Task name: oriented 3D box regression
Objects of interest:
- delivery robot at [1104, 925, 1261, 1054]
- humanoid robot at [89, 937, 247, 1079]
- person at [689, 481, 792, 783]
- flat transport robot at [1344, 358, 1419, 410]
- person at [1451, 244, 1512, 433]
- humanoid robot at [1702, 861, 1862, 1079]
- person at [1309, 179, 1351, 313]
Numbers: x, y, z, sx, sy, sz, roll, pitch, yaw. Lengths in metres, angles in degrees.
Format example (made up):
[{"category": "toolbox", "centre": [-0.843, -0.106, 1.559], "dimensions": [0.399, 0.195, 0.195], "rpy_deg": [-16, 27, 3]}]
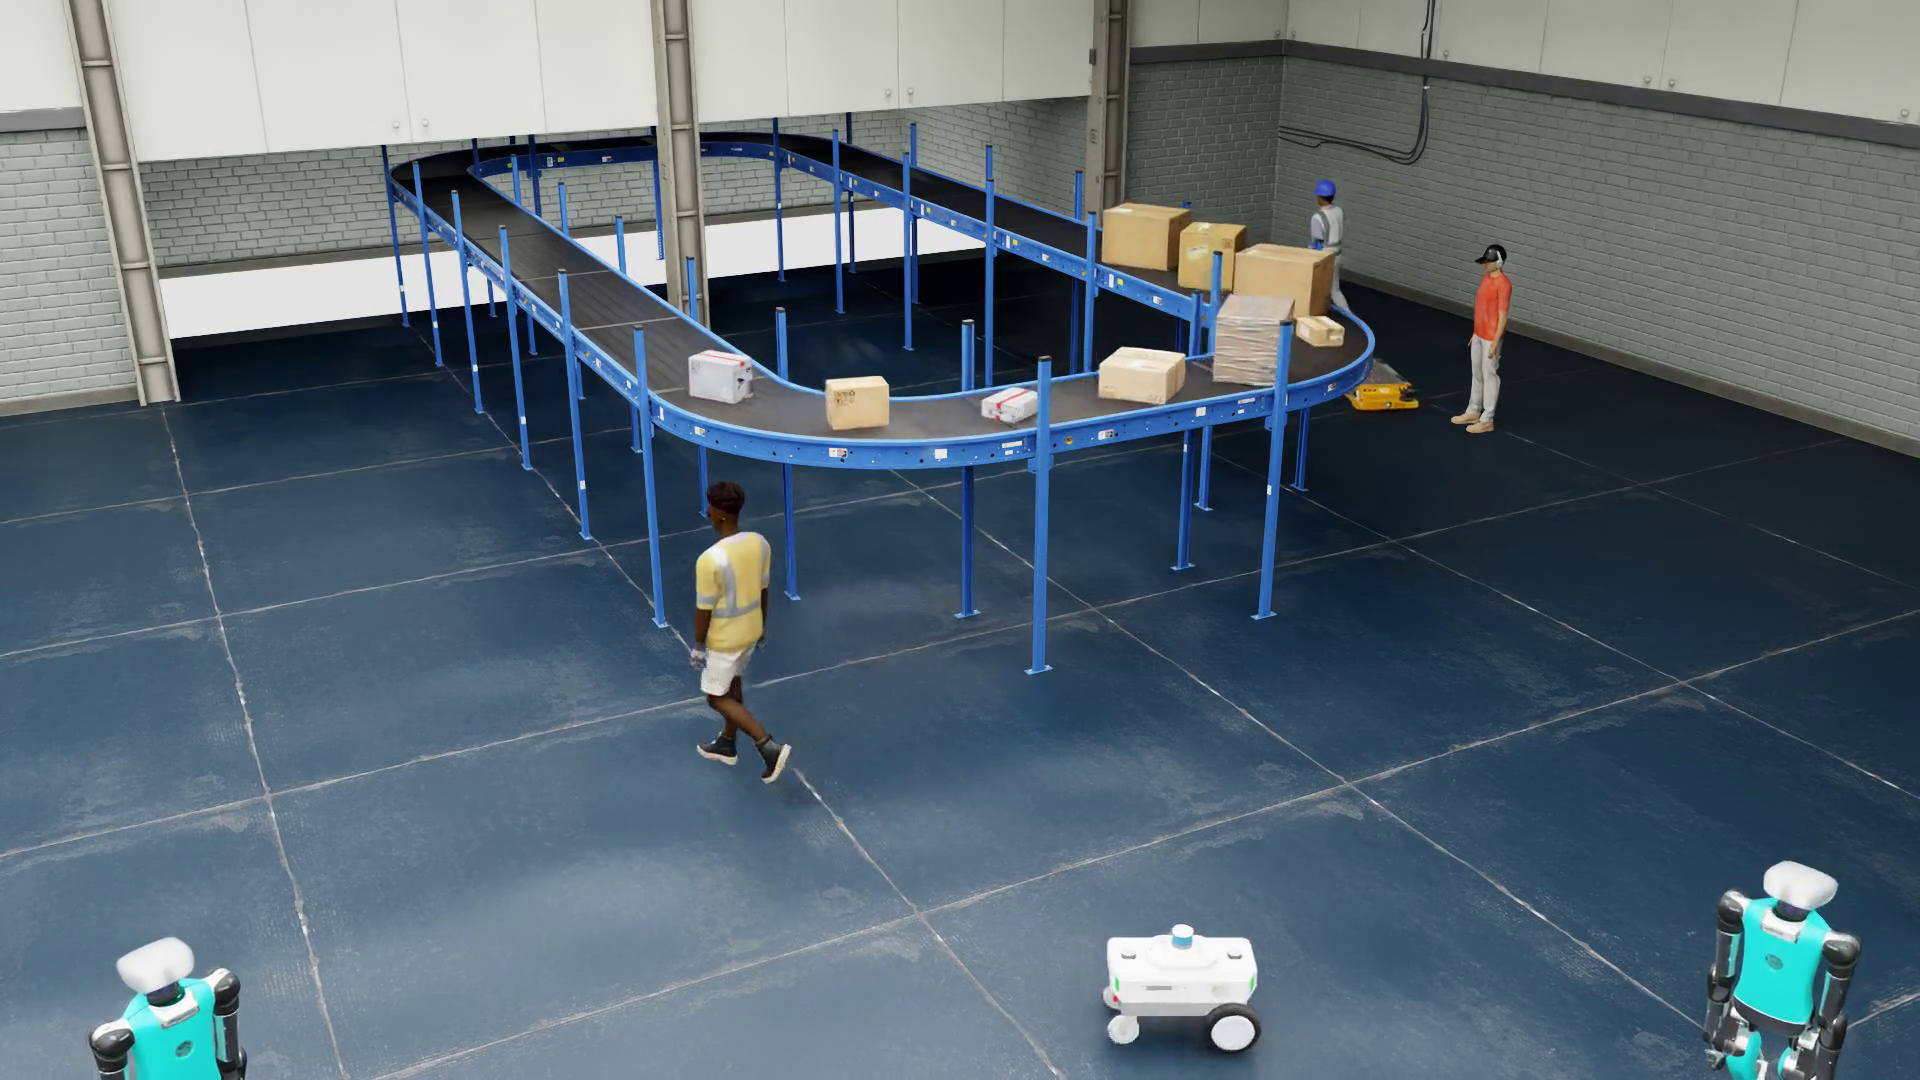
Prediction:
[{"category": "delivery robot", "centre": [1.073, 2.158, 8.145], "dimensions": [0.758, 0.583, 0.499], "rpy_deg": [0, 22, 0]}, {"category": "humanoid robot", "centre": [-3.076, 2.293, 6.395], "dimensions": [0.778, 1.894, 0.548], "rpy_deg": [16, 27, 34]}, {"category": "person", "centre": [-1.367, 0.573, 10.221], "dimensions": [0.766, 1.945, 0.614], "rpy_deg": [12, 25, 26]}, {"category": "flat transport robot", "centre": [4.432, -1.711, 18.104], "dimensions": [0.659, 0.231, 1.431], "rpy_deg": [-2, 22, -5]}, {"category": "person", "centre": [5.264, -2.025, 16.698], "dimensions": [0.404, 1.910, 0.475], "rpy_deg": [-5, 22, -11]}, {"category": "humanoid robot", "centre": [3.463, 2.038, 6.958], "dimensions": [0.537, 1.774, 1.033], "rpy_deg": [20, 30, 41]}, {"category": "person", "centre": [4.435, -3.388, 20.065], "dimensions": [0.604, 1.910, 0.929], "rpy_deg": [-16, 27, -34]}]
